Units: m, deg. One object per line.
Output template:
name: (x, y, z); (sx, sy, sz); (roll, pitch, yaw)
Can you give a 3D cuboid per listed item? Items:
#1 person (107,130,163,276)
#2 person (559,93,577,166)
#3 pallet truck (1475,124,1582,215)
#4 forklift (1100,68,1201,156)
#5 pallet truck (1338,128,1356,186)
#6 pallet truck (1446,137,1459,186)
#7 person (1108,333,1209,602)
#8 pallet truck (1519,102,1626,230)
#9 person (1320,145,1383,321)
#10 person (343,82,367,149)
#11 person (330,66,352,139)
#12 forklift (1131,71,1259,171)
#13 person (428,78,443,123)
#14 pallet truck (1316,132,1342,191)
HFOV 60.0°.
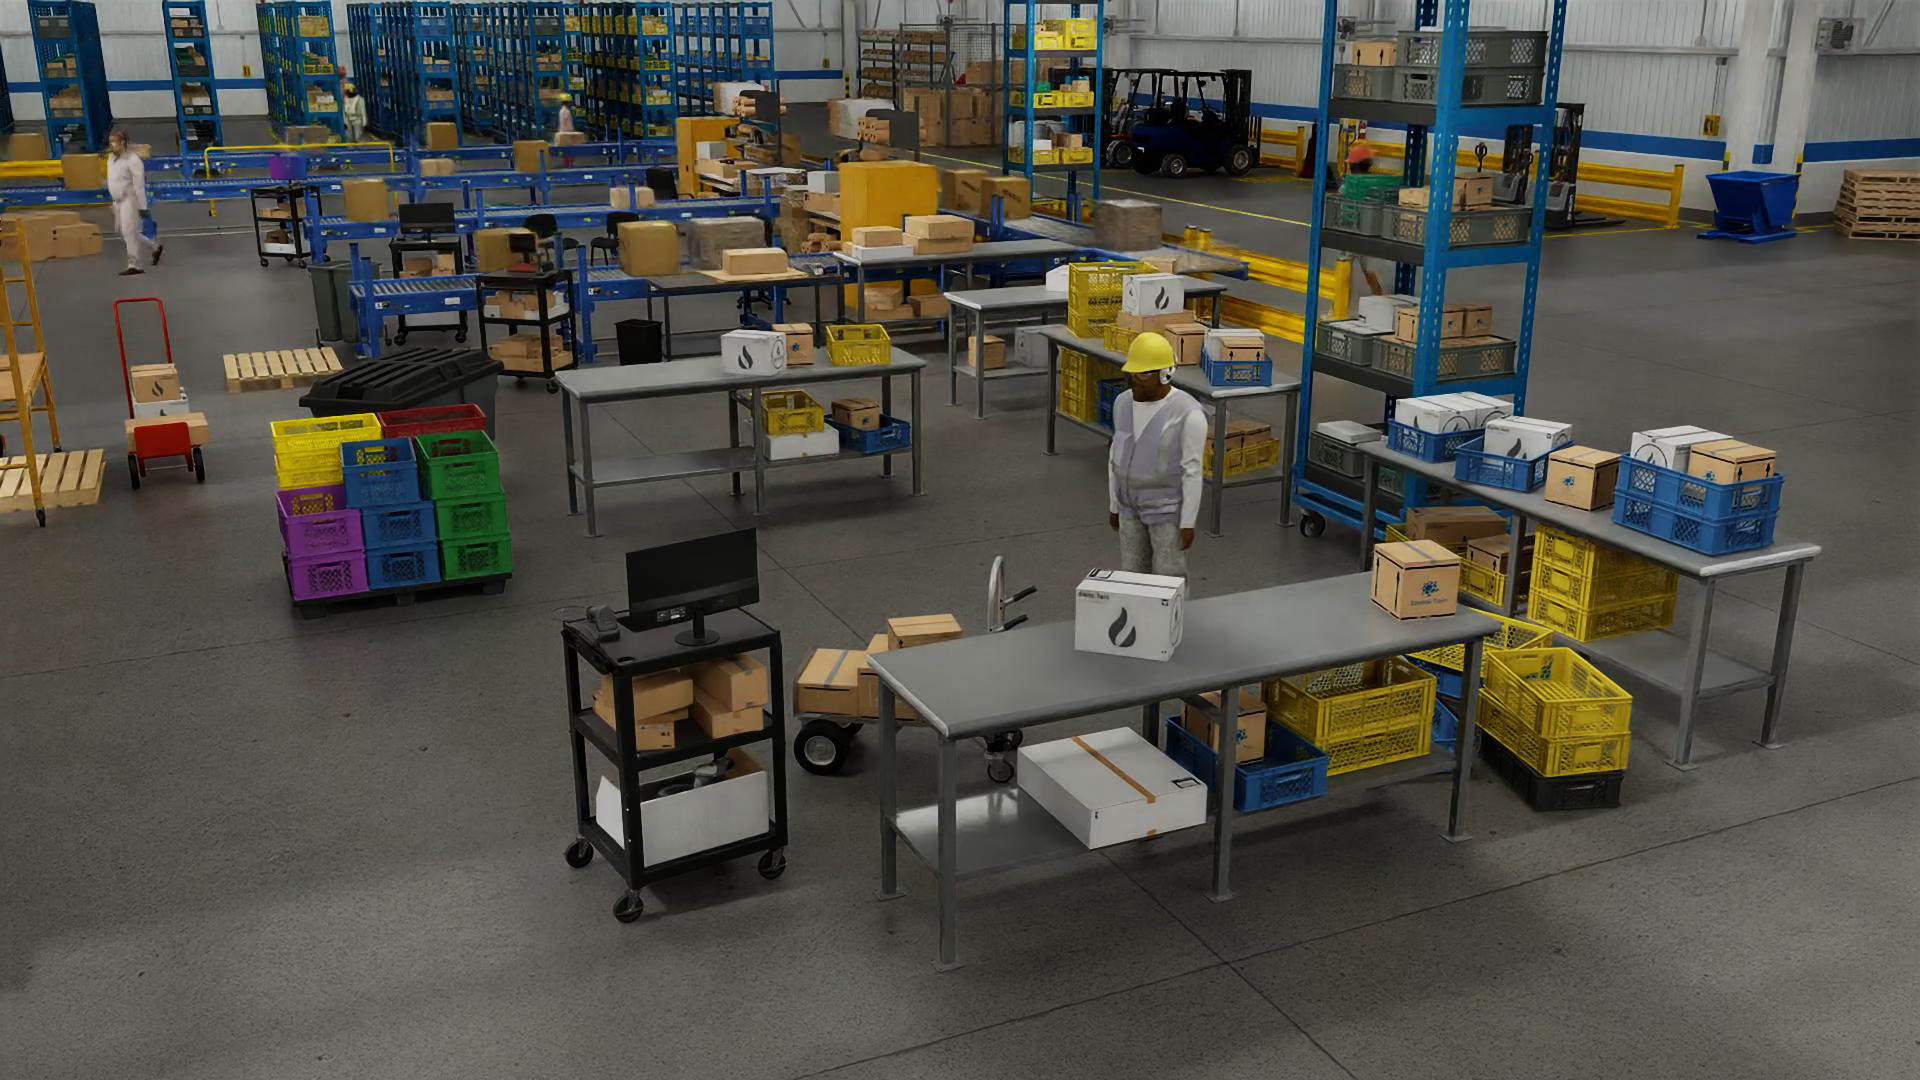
person: (-10.983, -4.482, 22.053); (0.645, 1.887, 0.632); (13, 22, 35)
person: (-8.128, -8.409, 34.662); (0.529, 1.748, 0.530); (-8, 19, -23)
pallet truck: (9.707, -6.455, 28.103); (1.885, 1.965, 0.823); (-7, 19, -20)
forklift: (4.082, -9.564, 37.410); (2.680, 1.987, 1.157); (-8, 19, -23)
pallet truck: (7.845, -7.140, 31.411); (1.522, 1.261, 0.704); (-9, 20, -25)
pallet truck: (9.184, -6.485, 29.328); (1.630, 1.274, 0.653); (-8, 19, -23)
person: (0.988, -0.173, 8.609); (0.404, 1.822, 0.596); (-16, 24, -42)
pallet truck: (9.972, -6.037, 26.785); (1.885, 1.965, 0.823); (-9, 20, -25)
person: (4.342, -3.247, 18.005); (0.601, 2.006, 1.043); (-6, 19, -18)
person: (-14.050, -9.713, 38.667); (0.645, 1.812, 0.442); (7, 19, 22)
person: (-16.864, -11.941, 45.419); (0.628, 1.973, 0.577); (-11, 21, -32)
forklift: (4.998, -8.936, 35.413); (2.680, 1.987, 1.157); (-9, 20, -25)
person: (-14.197, -11.766, 45.098); (0.549, 1.827, 0.605); (-8, 19, -23)
pallet truck: (7.723, -7.504, 32.656); (1.601, 1.201, 0.680); (-8, 19, -23)
